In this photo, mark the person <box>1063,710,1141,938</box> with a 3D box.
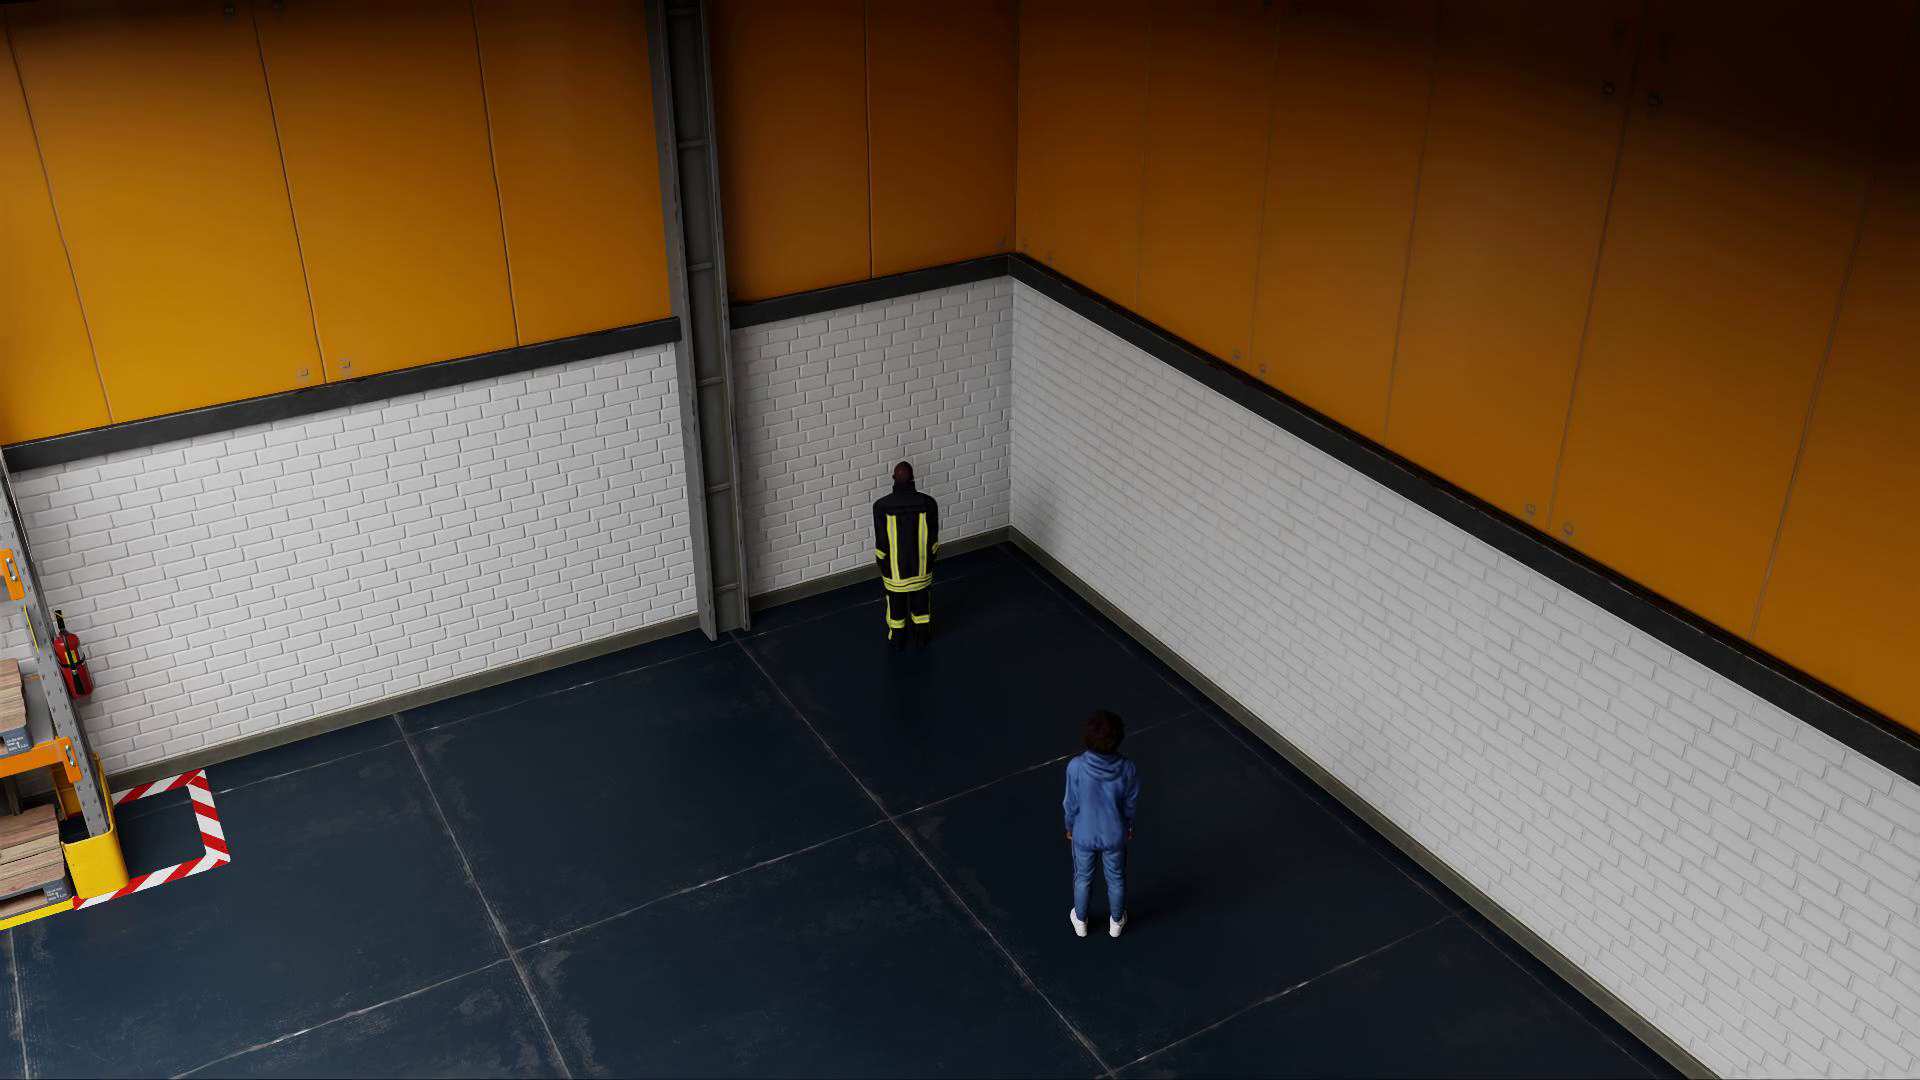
[{"bbox_3d":[0.960,1.957,11.396,0.708,1.811,0.815,2,29,4],"label":"person"}]

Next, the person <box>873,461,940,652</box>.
[{"bbox_3d":[-0.471,0.122,14.746,0.747,1.822,0.896,-4,29,-8],"label":"person"}]
